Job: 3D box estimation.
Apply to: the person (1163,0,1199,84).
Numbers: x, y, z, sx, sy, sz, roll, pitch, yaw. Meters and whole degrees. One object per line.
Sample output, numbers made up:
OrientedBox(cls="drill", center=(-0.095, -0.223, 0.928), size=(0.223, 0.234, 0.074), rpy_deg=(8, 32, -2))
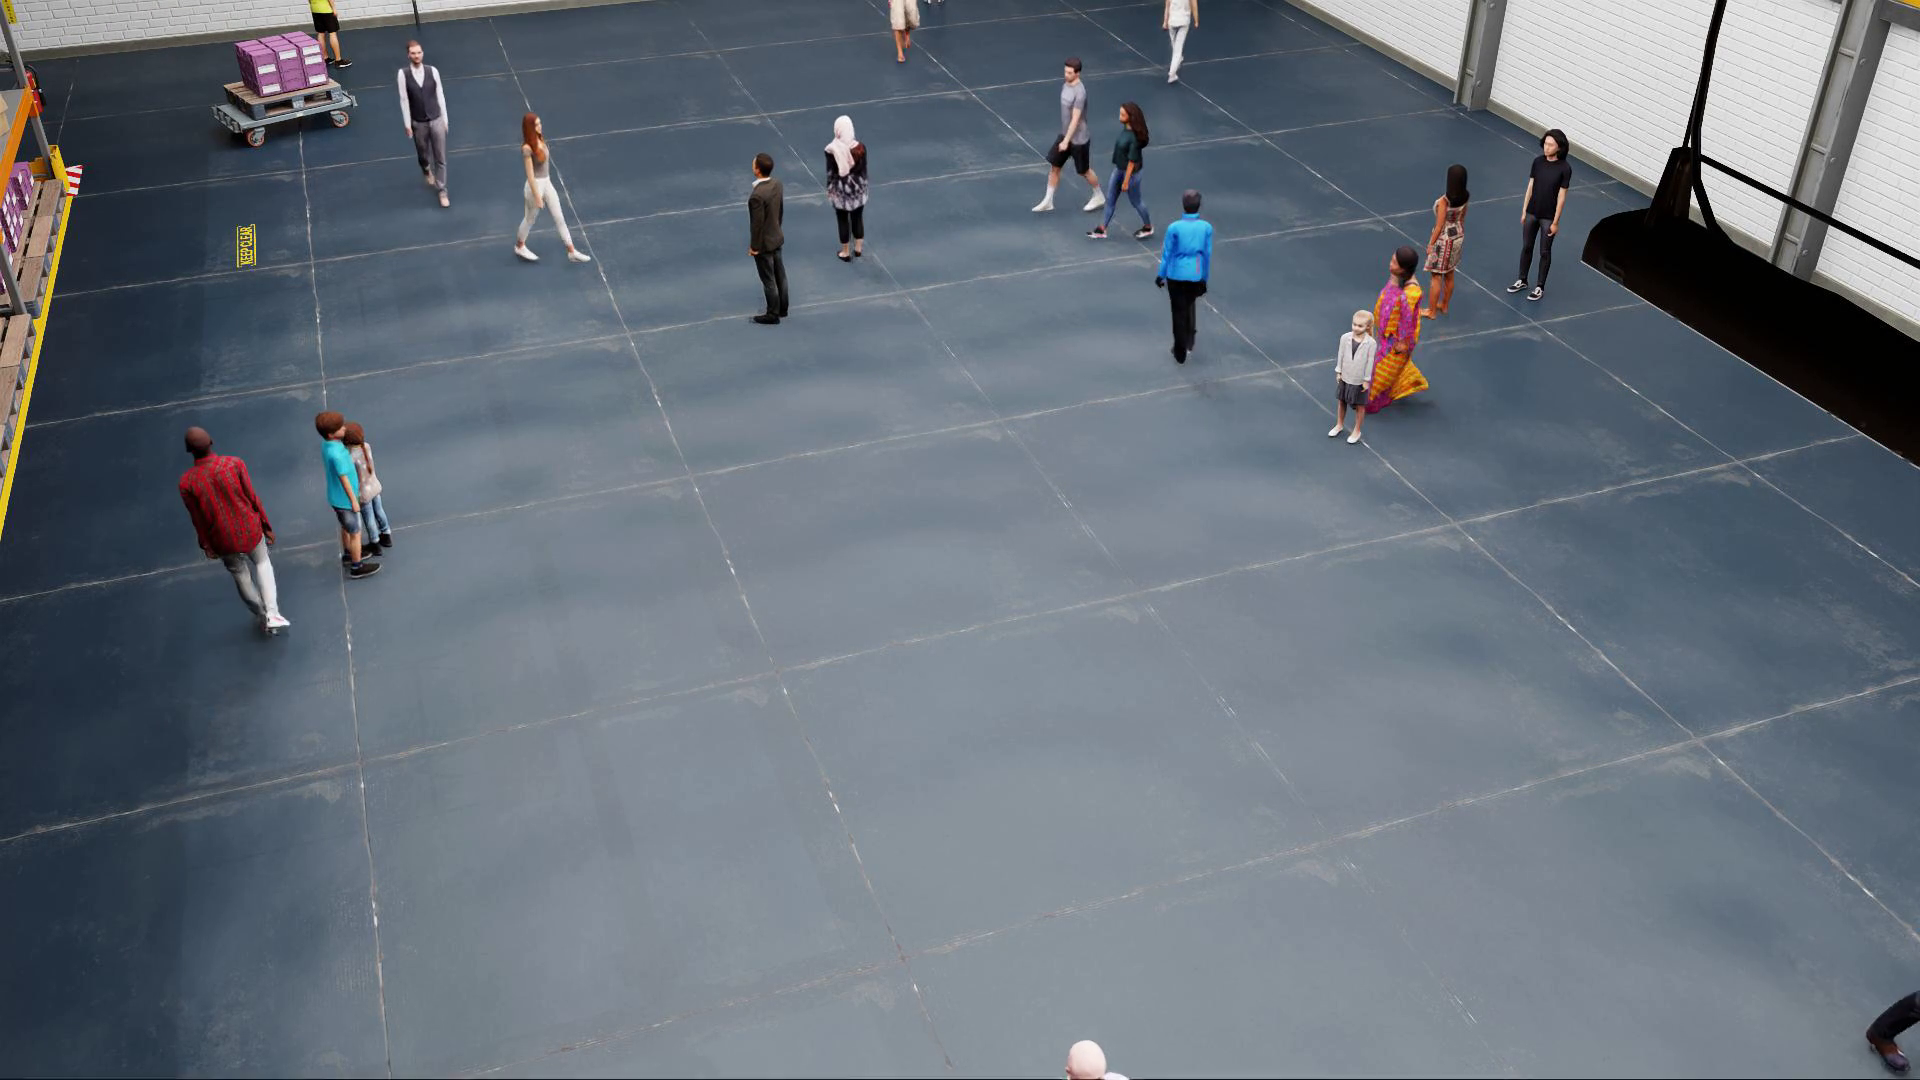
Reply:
OrientedBox(cls="person", center=(3.066, -7.276, 23.444), size=(1.051, 1.624, 1.071), rpy_deg=(16, 37, 23))

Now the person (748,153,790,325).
OrientedBox(cls="person", center=(-1.956, -3.082, 16.972), size=(0.797, 1.804, 0.734), rpy_deg=(14, 36, 20))

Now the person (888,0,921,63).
OrientedBox(cls="person", center=(-0.867, -8.007, 24.339), size=(0.727, 1.851, 0.934), rpy_deg=(-7, 34, -10))

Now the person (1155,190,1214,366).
OrientedBox(cls="person", center=(2.207, -2.508, 16.131), size=(0.644, 1.780, 0.634), rpy_deg=(-7, 34, -11))

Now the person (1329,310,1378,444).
OrientedBox(cls="person", center=(3.582, -1.496, 15.064), size=(0.586, 1.275, 0.657), rpy_deg=(21, 39, 28))

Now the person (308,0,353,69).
OrientedBox(cls="person", center=(-9.205, -7.695, 24.000), size=(0.690, 1.708, 0.752), rpy_deg=(15, 36, 21))

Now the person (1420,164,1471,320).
OrientedBox(cls="person", center=(5.004, -3.076, 17.107), size=(0.707, 1.645, 0.635), rpy_deg=(-23, 40, -30))

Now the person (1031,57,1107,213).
OrientedBox(cls="person", center=(1.420, -4.690, 19.358), size=(0.793, 1.842, 1.105), rpy_deg=(-14, 36, -20))

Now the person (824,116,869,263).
OrientedBox(cls="person", center=(-1.232, -3.860, 18.293), size=(0.619, 1.638, 0.608), rpy_deg=(-12, 35, -17))

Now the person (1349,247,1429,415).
OrientedBox(cls="person", center=(4.079, -1.950, 15.391), size=(0.923, 1.669, 1.030), rpy_deg=(-2, 34, -3))

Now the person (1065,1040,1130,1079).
OrientedBox(cls="person", center=(0.563, 2.982, 7.823), size=(0.667, 1.833, 0.614), rpy_deg=(-8, 35, -12))

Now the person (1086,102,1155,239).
OrientedBox(cls="person", center=(1.972, -4.123, 18.748), size=(0.731, 1.572, 0.981), rpy_deg=(-7, 34, -10))

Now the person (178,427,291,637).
OrientedBox(cls="person", center=(-5.375, -0.001, 12.339), size=(0.751, 1.802, 0.775), rpy_deg=(-14, 36, -19))

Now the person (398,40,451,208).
OrientedBox(cls="person", center=(-6.338, -4.981, 19.727), size=(0.666, 1.917, 1.030), rpy_deg=(-13, 36, -18))

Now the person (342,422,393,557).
OrientedBox(cls="person", center=(-4.834, -0.424, 13.524), size=(0.609, 1.195, 0.532), rpy_deg=(8, 35, 12))

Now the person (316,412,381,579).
OrientedBox(cls="person", center=(-4.916, -0.375, 13.226), size=(0.621, 1.443, 0.467), rpy_deg=(-20, 39, -27))

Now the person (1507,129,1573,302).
OrientedBox(cls="person", center=(6.146, -3.449, 17.504), size=(0.740, 1.827, 0.582), rpy_deg=(-25, 41, -32))

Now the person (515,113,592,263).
OrientedBox(cls="person", center=(-4.680, -3.812, 18.183), size=(1.117, 1.680, 1.148), rpy_deg=(10, 35, 14))
